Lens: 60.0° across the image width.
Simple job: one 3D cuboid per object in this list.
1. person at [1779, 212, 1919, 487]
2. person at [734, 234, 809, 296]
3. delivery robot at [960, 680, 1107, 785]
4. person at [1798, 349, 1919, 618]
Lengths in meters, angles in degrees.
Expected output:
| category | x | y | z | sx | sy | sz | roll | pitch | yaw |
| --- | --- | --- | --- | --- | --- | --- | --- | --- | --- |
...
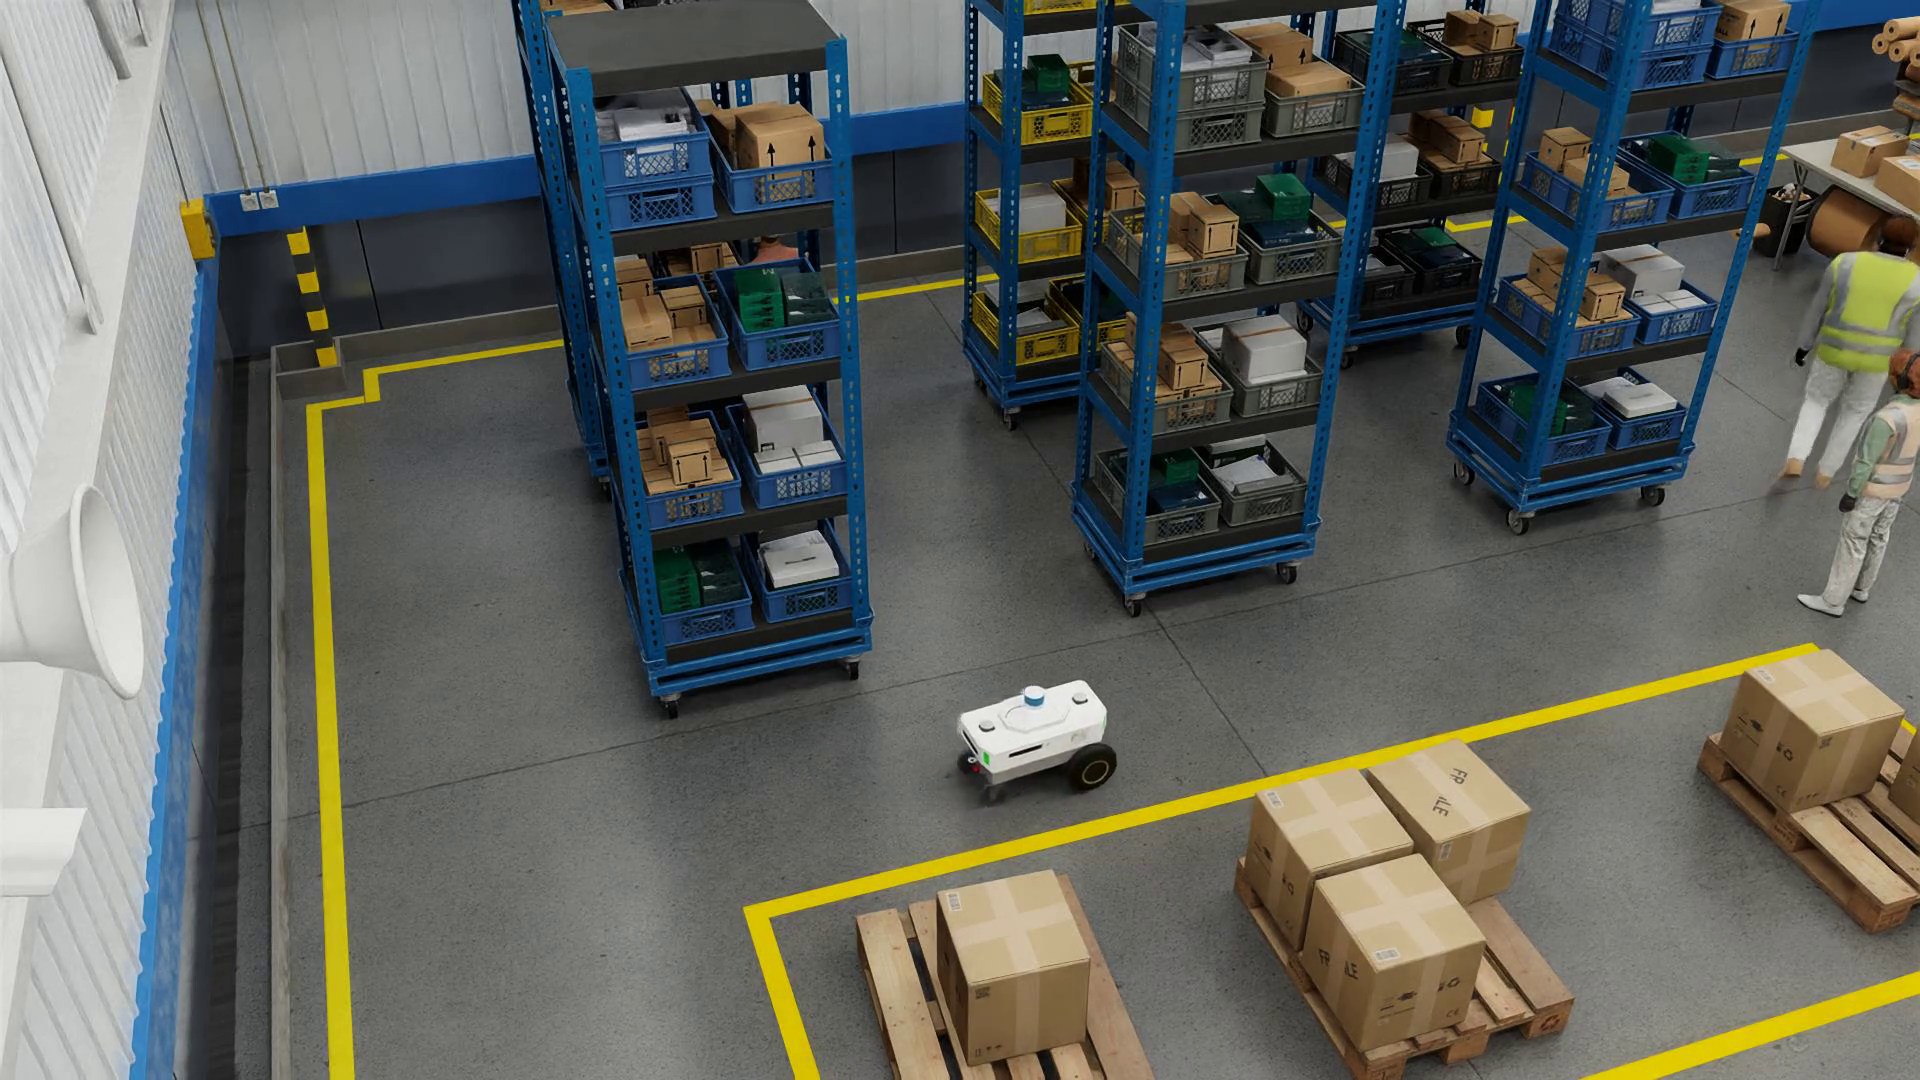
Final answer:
| category | x | y | z | sx | sy | sz | roll | pitch | yaw |
| --- | --- | --- | --- | --- | --- | --- | --- | --- | --- |
| person | 5.539 | -1.119 | 10.304 | 0.678 | 1.808 | 0.616 | 20 | 40 | 26 |
| person | -1.144 | -1.175 | 10.226 | 0.624 | 1.984 | 0.412 | -29 | 45 | -35 |
| delivery robot | 0.366 | 0.947 | 8.366 | 0.707 | 0.478 | 0.477 | -14 | 38 | -19 |
| person | 5.121 | -0.307 | 9.296 | 0.518 | 1.632 | 0.317 | -22 | 41 | -28 |
